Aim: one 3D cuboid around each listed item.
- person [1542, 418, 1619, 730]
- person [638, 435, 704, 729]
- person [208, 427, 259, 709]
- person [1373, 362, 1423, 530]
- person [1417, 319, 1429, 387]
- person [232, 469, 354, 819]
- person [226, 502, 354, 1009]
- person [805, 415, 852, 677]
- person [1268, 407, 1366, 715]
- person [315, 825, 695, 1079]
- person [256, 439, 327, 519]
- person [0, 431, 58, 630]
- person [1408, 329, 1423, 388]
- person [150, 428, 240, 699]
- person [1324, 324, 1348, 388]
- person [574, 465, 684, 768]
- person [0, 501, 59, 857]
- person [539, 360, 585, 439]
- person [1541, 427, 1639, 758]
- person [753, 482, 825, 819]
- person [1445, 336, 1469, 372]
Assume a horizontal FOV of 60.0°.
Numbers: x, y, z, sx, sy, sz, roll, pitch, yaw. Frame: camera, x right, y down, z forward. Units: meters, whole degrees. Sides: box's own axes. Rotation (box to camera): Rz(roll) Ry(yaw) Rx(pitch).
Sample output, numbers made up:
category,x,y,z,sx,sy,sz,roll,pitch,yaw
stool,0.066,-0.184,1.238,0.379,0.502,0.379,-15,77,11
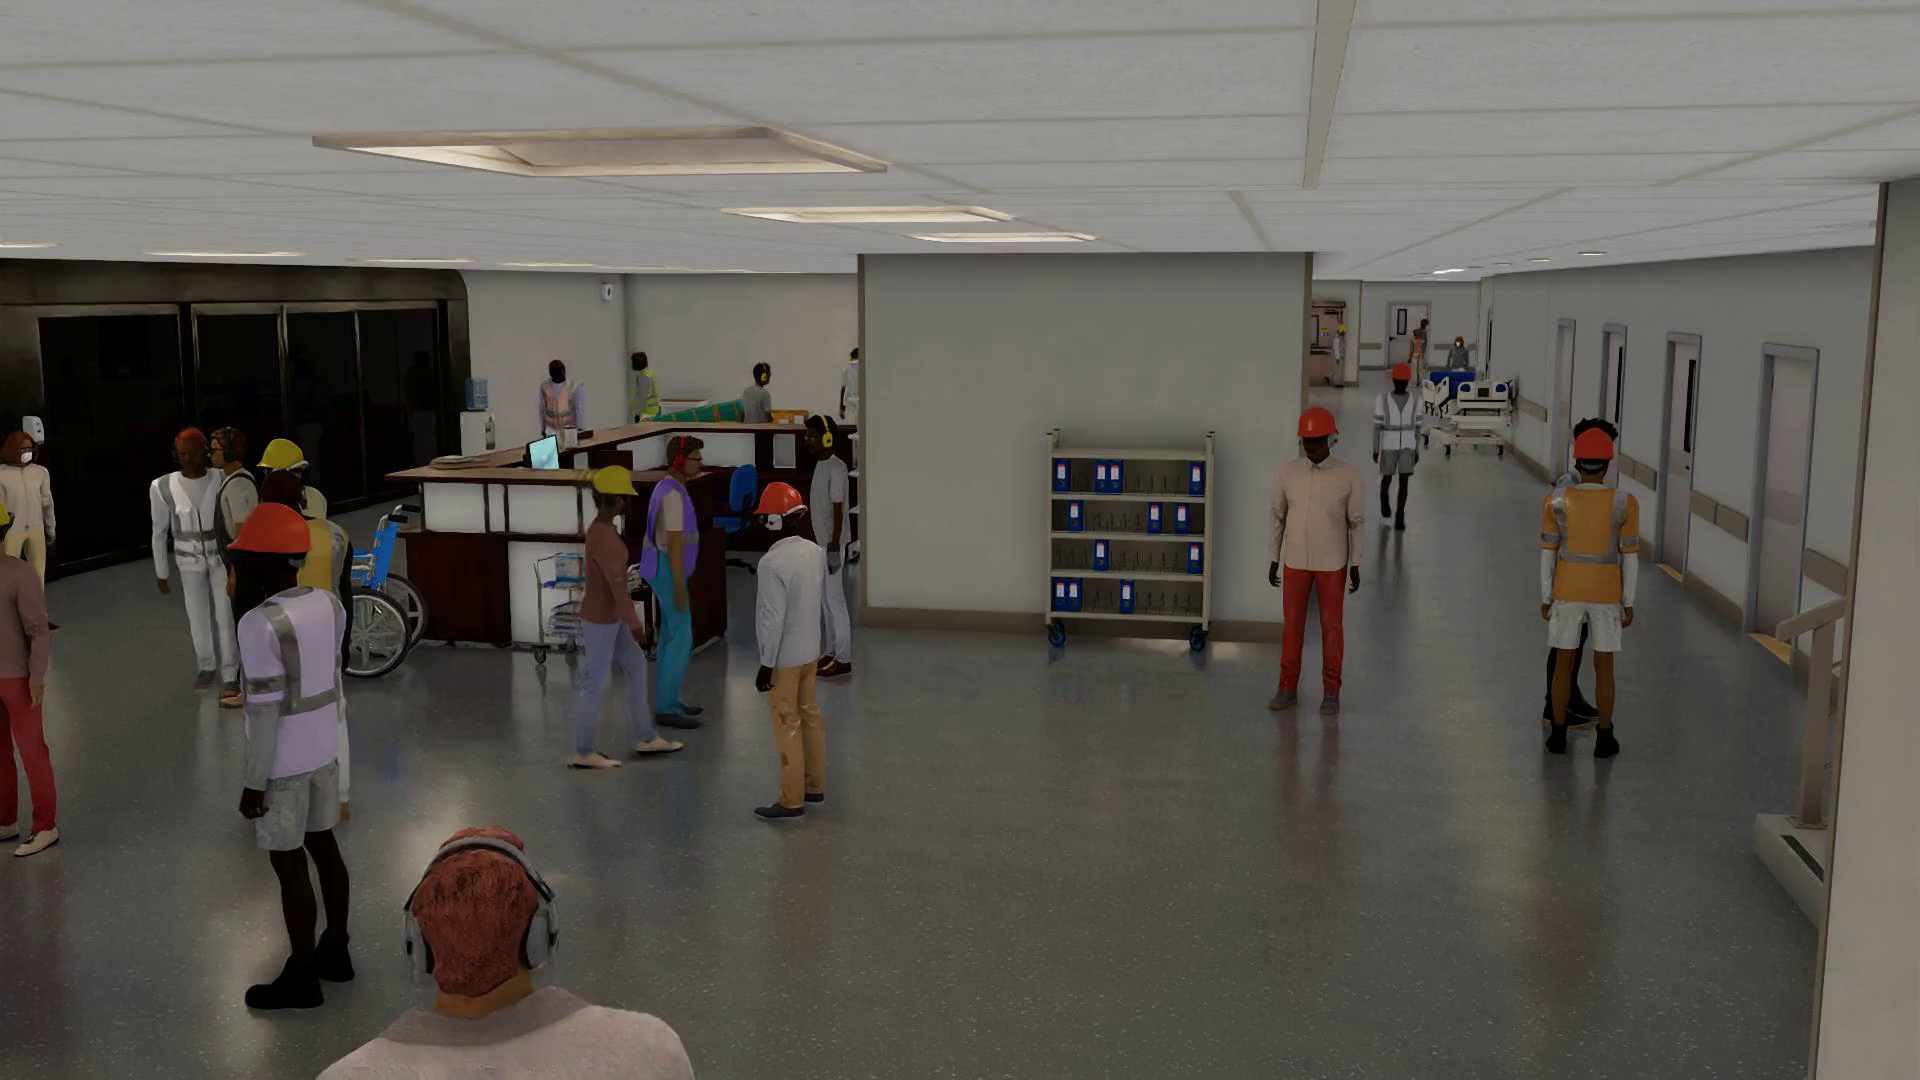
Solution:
category,x,y,z,sx,sy,sz,roll,pitch,yaw
person,3.876,0.207,10.408,0.387,1.954,0.609,6,11,35
person,-1.807,0.261,10.449,0.410,1.833,0.654,-1,9,-7
person,-4.753,0.177,10.945,0.345,1.846,0.508,-3,9,-21
person,5.038,-1.098,19.188,0.557,1.918,0.776,1,9,5
person,12.953,-5.243,46.661,0.386,1.927,0.641,2,9,14
person,-3.384,0.559,8.447,0.430,1.839,0.626,7,11,39
person,-2.579,0.821,6.375,0.366,1.937,0.550,2,9,11
person,-0.943,0.039,11.828,0.326,1.862,0.508,-3,9,-19
person,2.287,0.134,10.742,0.623,1.992,0.396,4,9,25
person,-0.727,1.406,2.709,0.637,1.879,0.882,-1,9,-5
person,-4.105,0.292,10.224,0.404,1.835,0.587,0,9,3
person,-7.445,-0.054,13.235,0.285,1.627,0.504,5,10,30
person,12.753,-5.060,46.439,0.571,1.627,0.312,-5,10,-30
person,-5.084,0.154,11.154,0.584,1.831,0.936,-3,9,-20
person,10.489,-5.118,46.270,0.590,1.793,0.630,3,9,20
person,-1.895,0.449,9.493,0.735,1.741,0.537,-1,9,-7
person,-4.652,0.654,8.049,0.534,1.767,0.318,3,9,19
person,-5.278,-1.467,21.977,0.657,1.813,0.744,0,9,3
person,3.680,0.310,9.760,0.543,1.941,0.353,4,9,24
person,-0.912,0.570,8.650,0.343,1.749,0.573,4,9,22
person,12.264,-4.219,40.987,0.502,1.586,0.872,7,11,40
